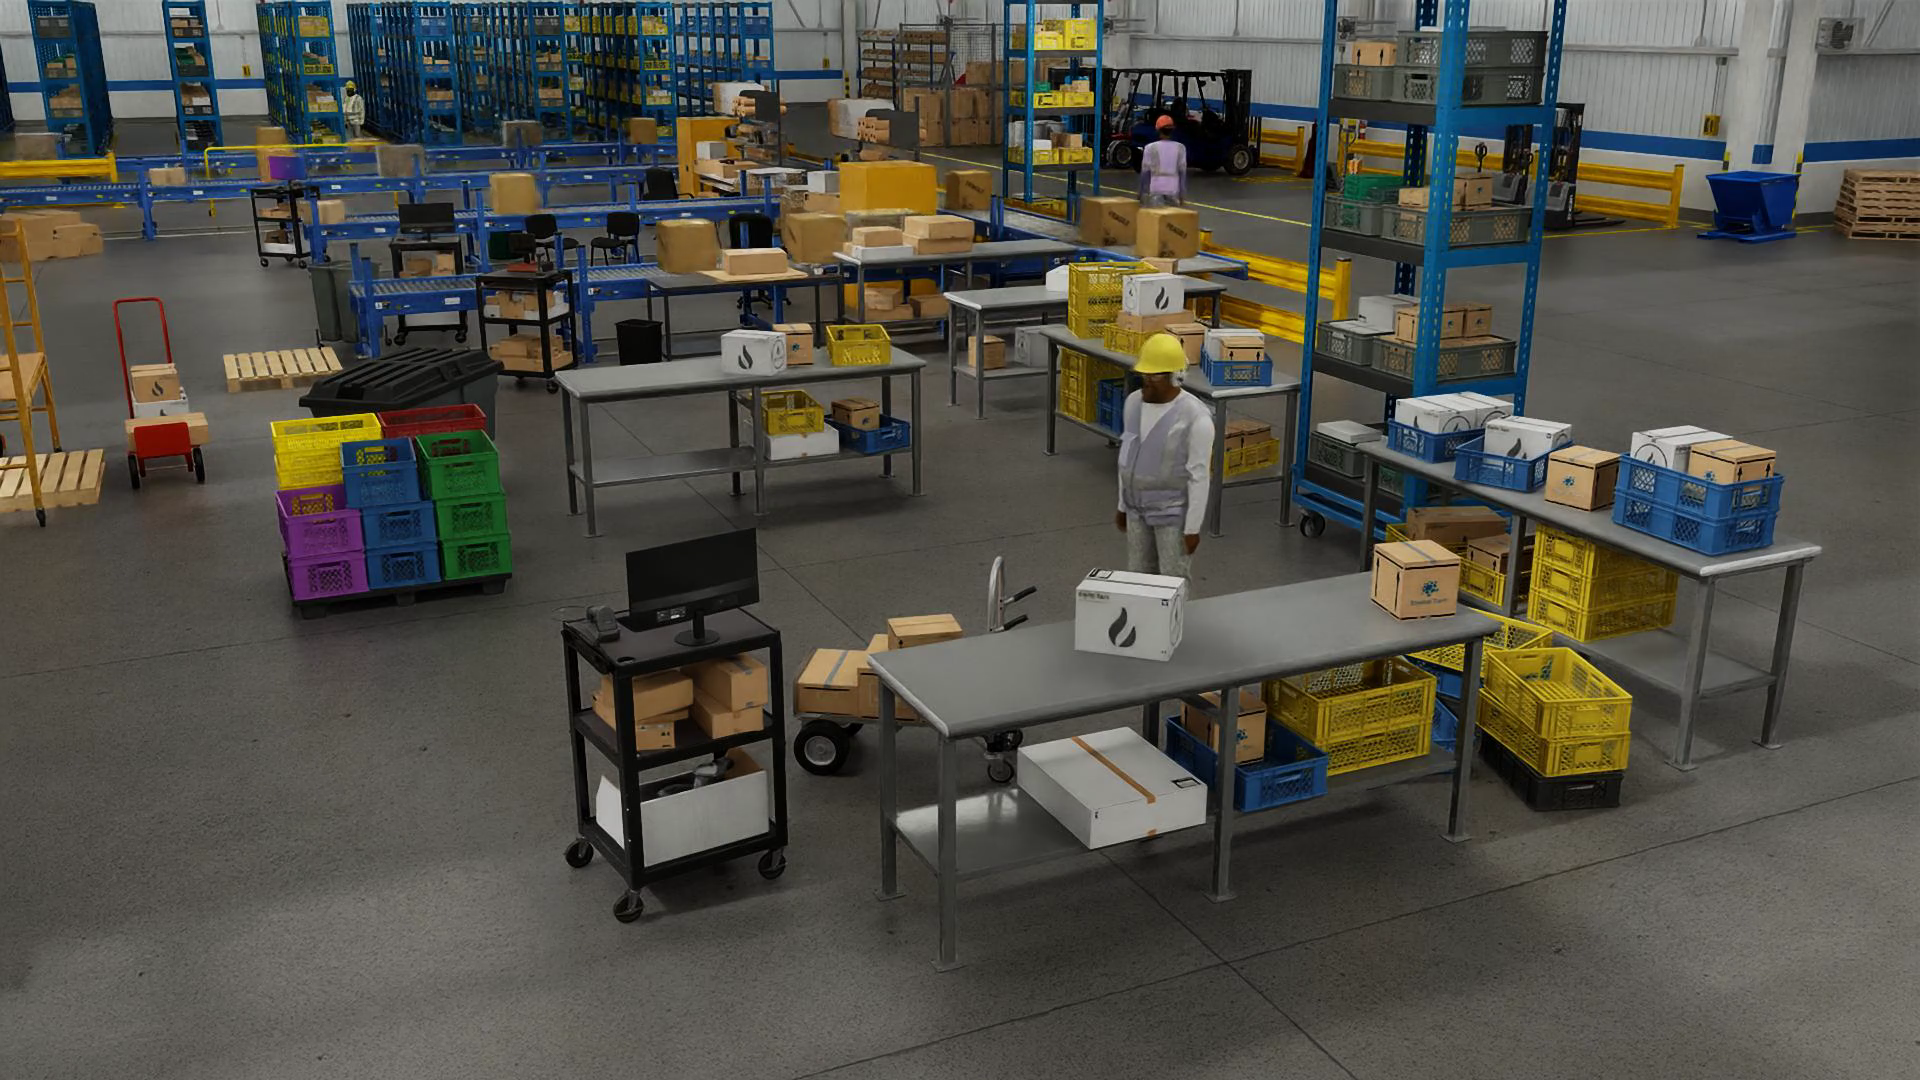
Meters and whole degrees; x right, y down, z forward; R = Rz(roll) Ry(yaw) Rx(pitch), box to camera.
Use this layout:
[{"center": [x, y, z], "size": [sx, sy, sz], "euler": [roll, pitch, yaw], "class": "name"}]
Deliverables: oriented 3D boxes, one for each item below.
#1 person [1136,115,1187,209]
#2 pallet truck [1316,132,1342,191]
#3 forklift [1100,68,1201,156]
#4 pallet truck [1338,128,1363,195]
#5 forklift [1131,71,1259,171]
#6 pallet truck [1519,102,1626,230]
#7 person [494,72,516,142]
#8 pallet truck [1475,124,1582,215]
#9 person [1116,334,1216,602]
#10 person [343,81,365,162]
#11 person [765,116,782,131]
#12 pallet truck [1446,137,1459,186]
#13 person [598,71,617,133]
[{"center": [2.753, -4.824, 22.940], "size": [0.623, 2.000, 0.944], "euler": [-5, 18, -15], "class": "person"}, {"center": [7.723, -7.504, 32.656], "size": [1.601, 1.201, 0.680], "euler": [-8, 19, -23], "class": "pallet truck"}, {"center": [4.082, -9.564, 37.410], "size": [2.680, 1.987, 1.157], "euler": [-8, 19, -23], "class": "forklift"}, {"center": [7.845, -7.140, 31.411], "size": [1.522, 1.261, 0.704], "euler": [-9, 20, -25], "class": "pallet truck"}, {"center": [4.998, -8.936, 35.413], "size": [2.680, 1.987, 1.157], "euler": [-9, 20, -25], "class": "forklift"}, {"center": [9.972, -6.037, 26.785], "size": [1.885, 1.965, 0.823], "euler": [-9, 20, -25], "class": "pallet truck"}, {"center": [-12.083, -11.633, 44.539], "size": [1.063, 1.943, 0.615], "euler": [-1, 18, -2], "class": "person"}, {"center": [9.707, -6.455, 28.103], "size": [1.885, 1.965, 0.823], "euler": [-7, 19, -20], "class": "pallet truck"}, {"center": [1.025, -0.161, 8.564], "size": [0.403, 1.826, 0.597], "euler": [-14, 22, -37], "class": "person"}, {"center": [-14.091, -9.718, 38.646], "size": [0.601, 1.832, 0.404], "euler": [9, 20, 27], "class": "person"}, {"center": [-3.847, -8.258, 34.251], "size": [0.925, 1.729, 0.532], "euler": [12, 21, 34], "class": "person"}, {"center": [9.184, -6.485, 29.328], "size": [1.630, 1.274, 0.653], "euler": [-8, 19, -23], "class": "pallet truck"}, {"center": [-9.918, -12.390, 47.124], "size": [0.899, 1.811, 0.575], "euler": [-6, 19, -18], "class": "person"}]
